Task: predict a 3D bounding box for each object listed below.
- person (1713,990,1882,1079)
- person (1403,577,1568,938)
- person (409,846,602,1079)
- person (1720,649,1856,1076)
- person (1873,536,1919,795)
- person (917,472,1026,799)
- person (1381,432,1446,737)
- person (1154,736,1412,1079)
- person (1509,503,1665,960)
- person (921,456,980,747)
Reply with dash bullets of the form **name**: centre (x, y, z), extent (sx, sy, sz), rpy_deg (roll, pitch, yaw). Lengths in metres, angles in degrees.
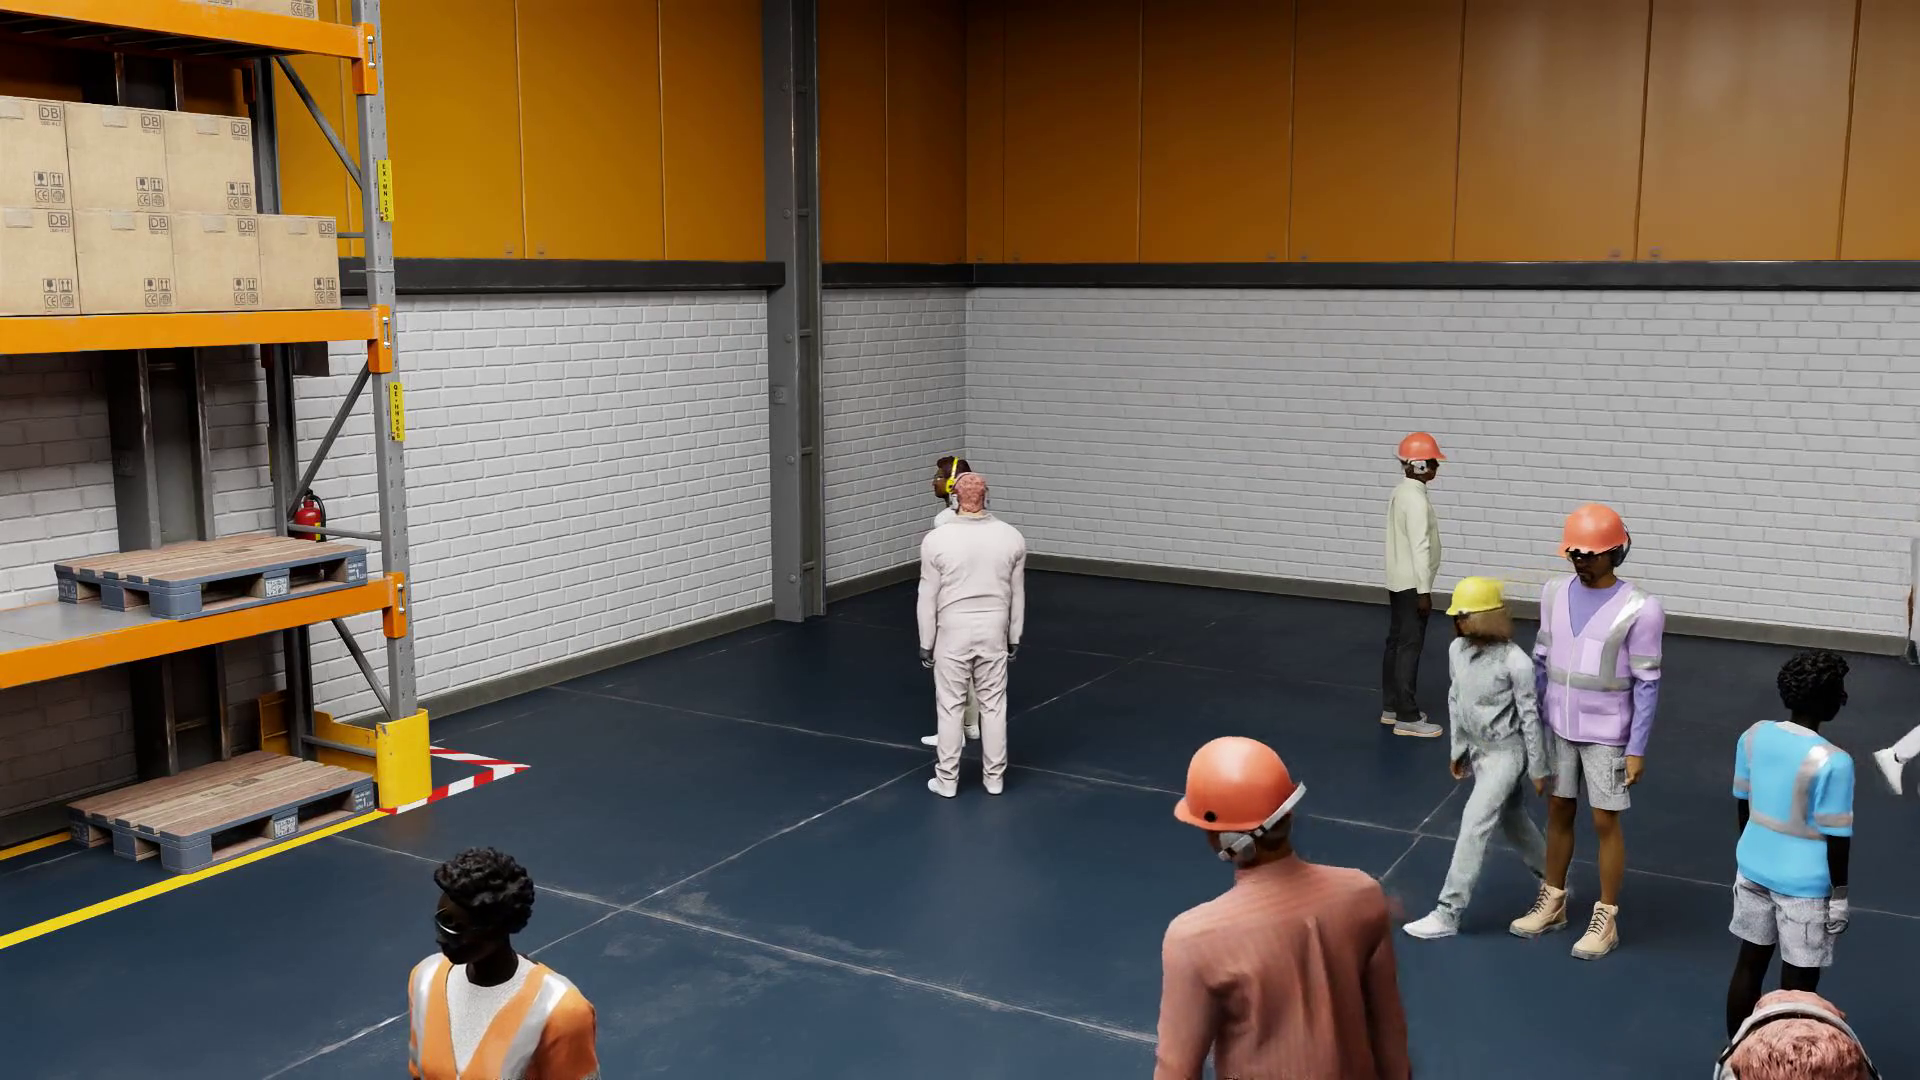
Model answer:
- **person**: centre (1.315, 1.662, 2.713), extent (0.642, 1.902, 0.400), rpy_deg (6, 11, 32)
- **person**: centre (2.505, 0.980, 7.643), extent (0.917, 1.677, 0.483), rpy_deg (-3, 10, -18)
- **person**: centre (-1.103, 1.548, 4.016), extent (0.536, 1.699, 0.322), rpy_deg (4, 10, 23)
- **person**: centre (3.019, 1.227, 6.034), extent (0.317, 1.695, 0.540), rpy_deg (-2, 9, -13)
- **person**: centre (5.572, 0.591, 9.527), extent (0.634, 1.853, 0.527), rpy_deg (-2, 9, -11)
- **person**: centre (0.056, 0.553, 9.632), extent (0.646, 1.897, 0.398), rpy_deg (-3, 10, -17)
- **person**: centre (2.987, 0.286, 10.970), extent (0.375, 1.997, 0.612), rpy_deg (0, 9, 0)
- **person**: centre (0.752, 1.423, 4.032), extent (0.643, 1.944, 0.821), rpy_deg (-6, 11, -32)
- **person**: centre (2.776, 0.841, 7.396), extent (0.390, 2.034, 0.605), rpy_deg (-6, 11, -35)
- **person**: centre (-0.048, 0.392, 10.687), extent (0.319, 1.876, 0.532), rpy_deg (5, 10, 28)
